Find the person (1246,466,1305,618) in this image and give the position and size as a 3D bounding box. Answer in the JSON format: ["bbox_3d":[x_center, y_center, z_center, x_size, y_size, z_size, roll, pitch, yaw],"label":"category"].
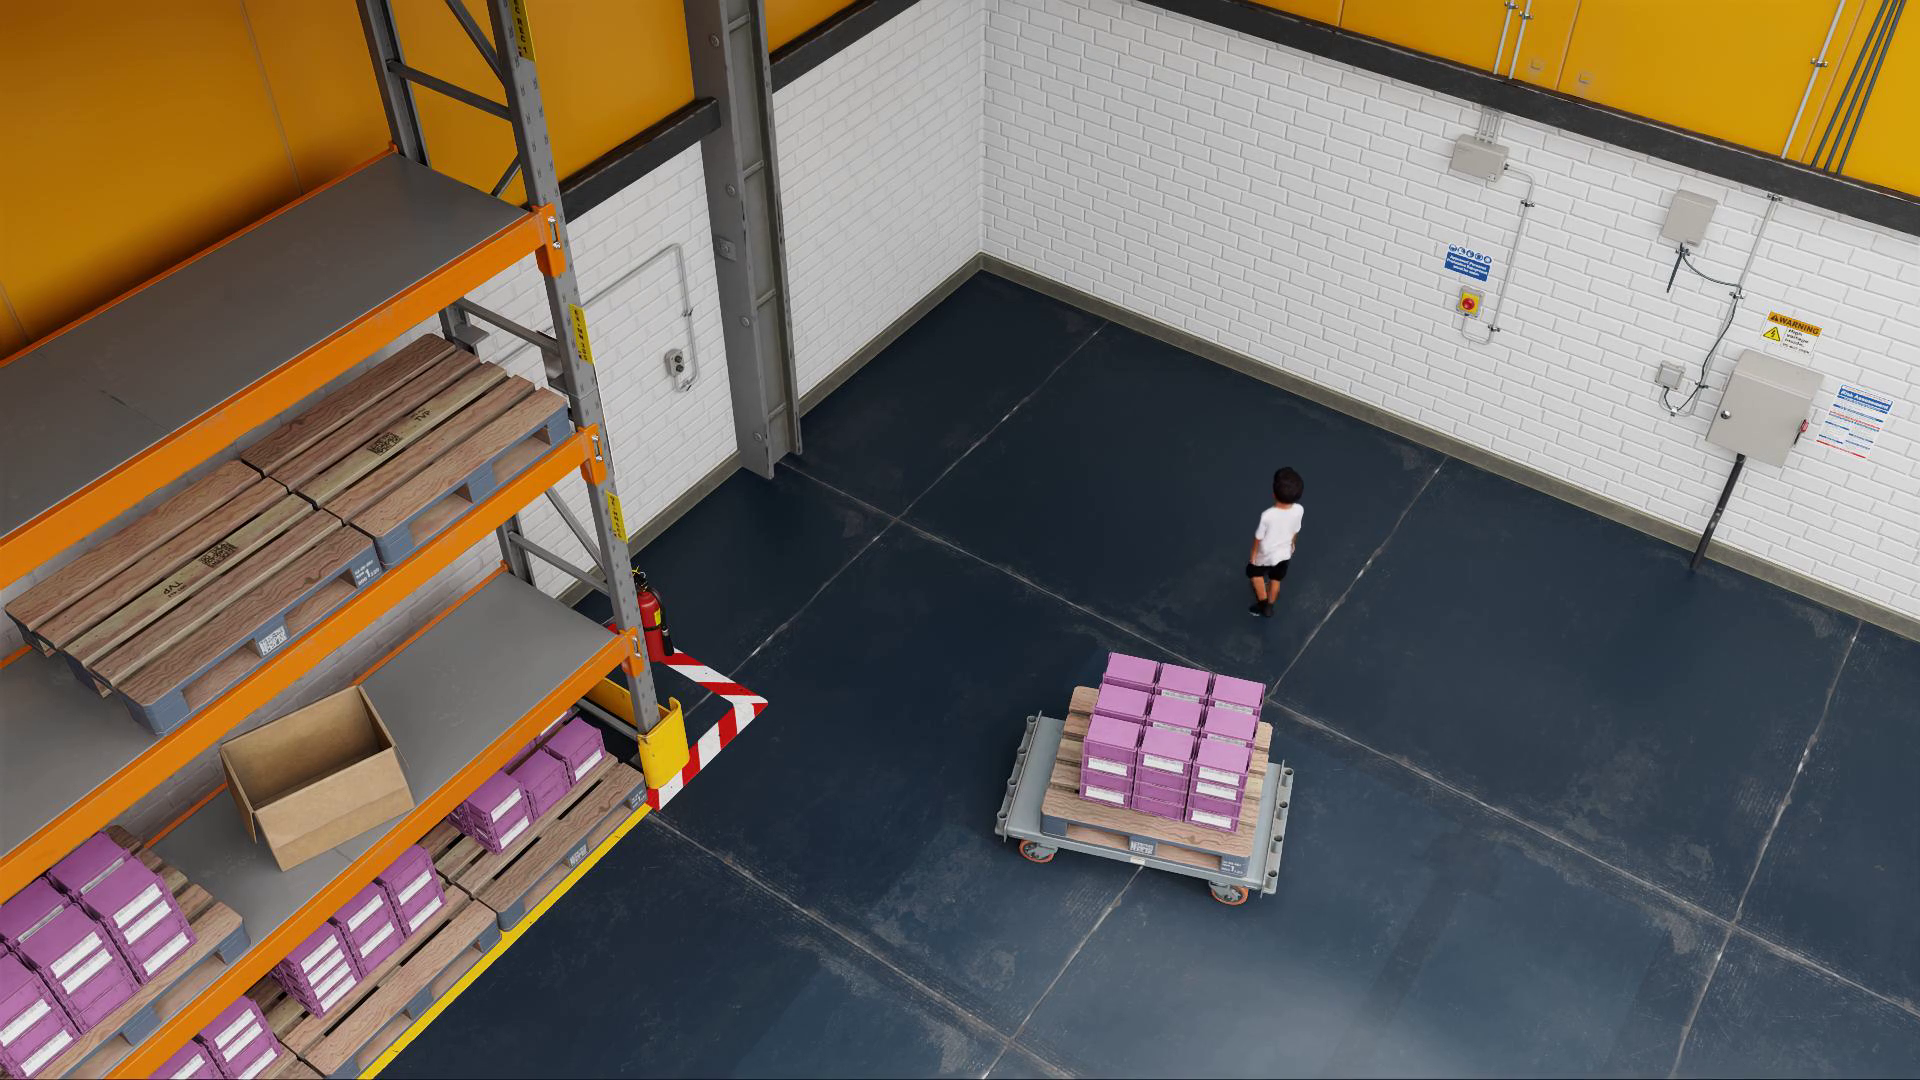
[{"bbox_3d":[2.088,0.079,10.923,0.599,1.253,0.667,-14,45,-14],"label":"person"}]
